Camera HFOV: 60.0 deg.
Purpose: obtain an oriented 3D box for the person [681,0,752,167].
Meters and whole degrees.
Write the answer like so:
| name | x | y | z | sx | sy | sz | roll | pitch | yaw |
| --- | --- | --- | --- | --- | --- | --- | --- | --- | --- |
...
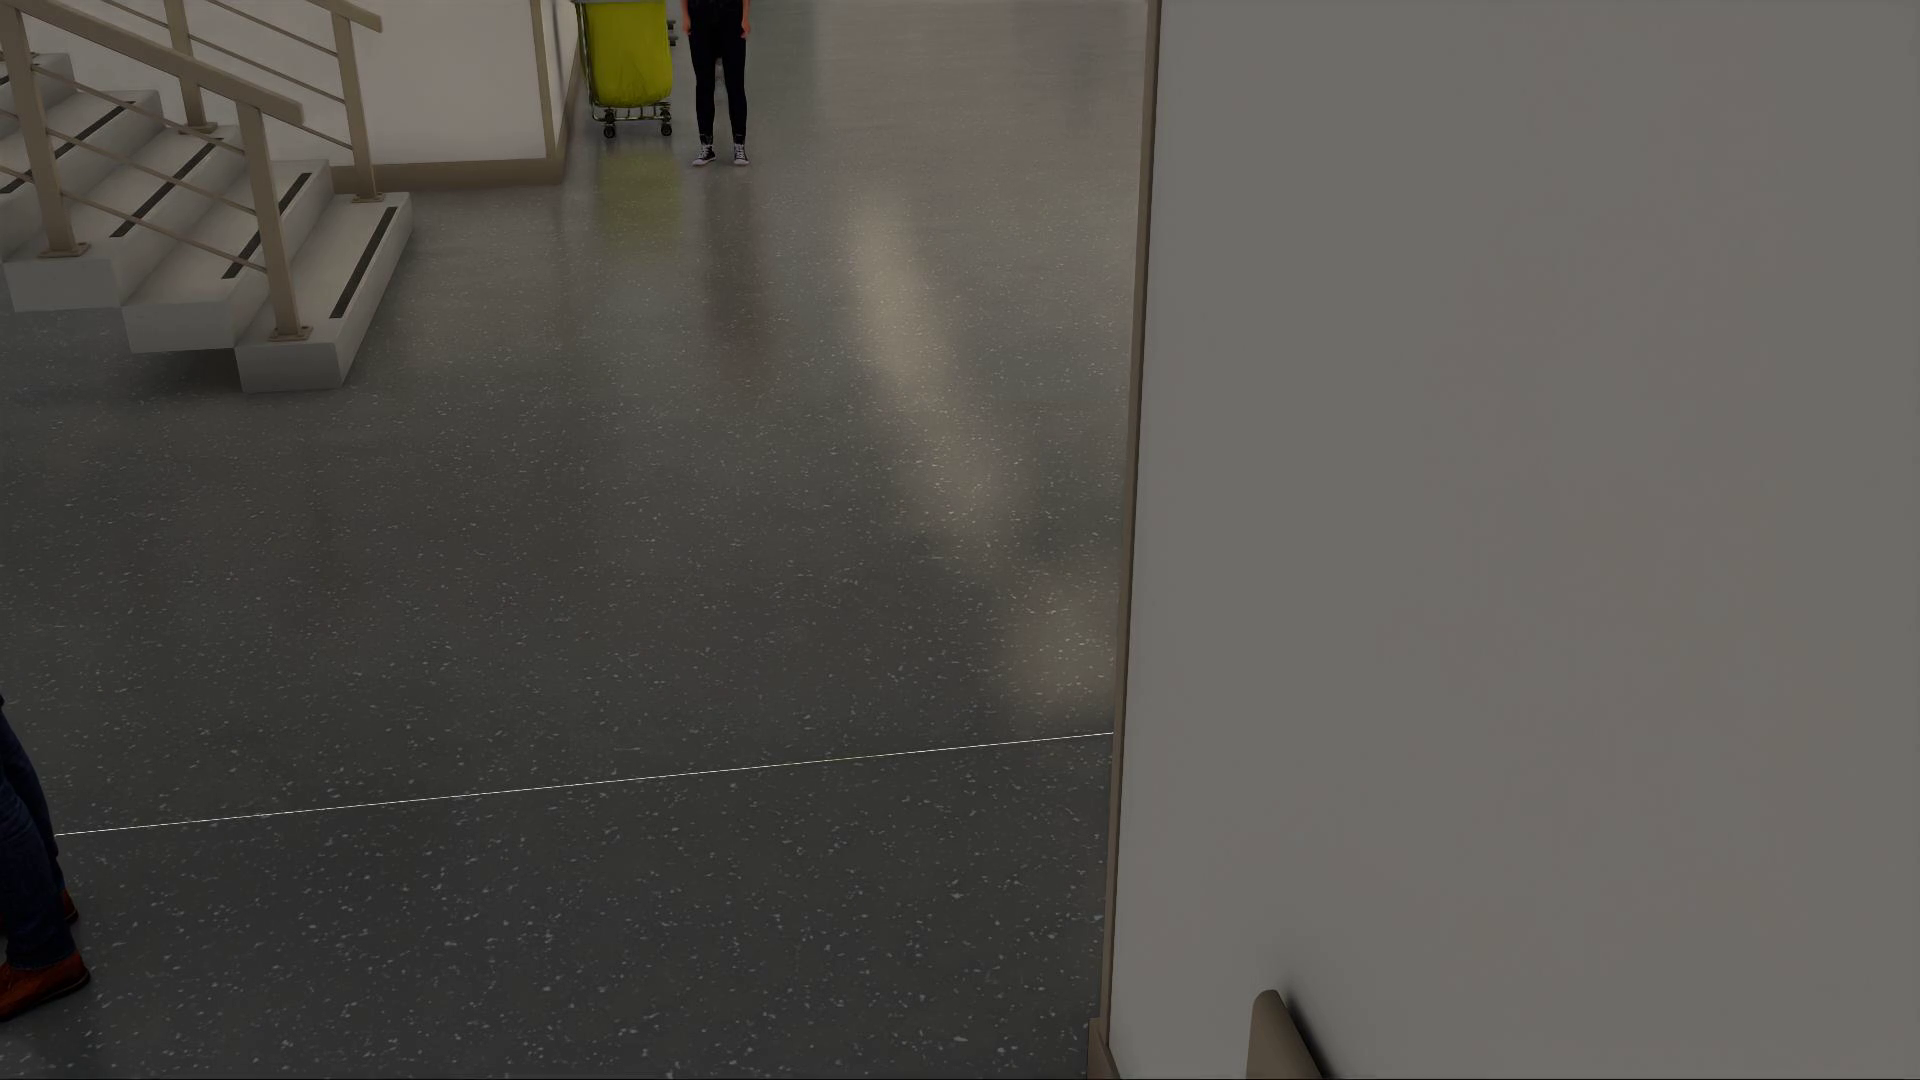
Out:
| name | x | y | z | sx | sy | sz | roll | pitch | yaw |
| --- | --- | --- | --- | --- | --- | --- | --- | --- | --- |
| person | -1.518 | -3.241 | 10.373 | 0.526 | 1.770 | 0.704 | 0 | 26 | 1 |
